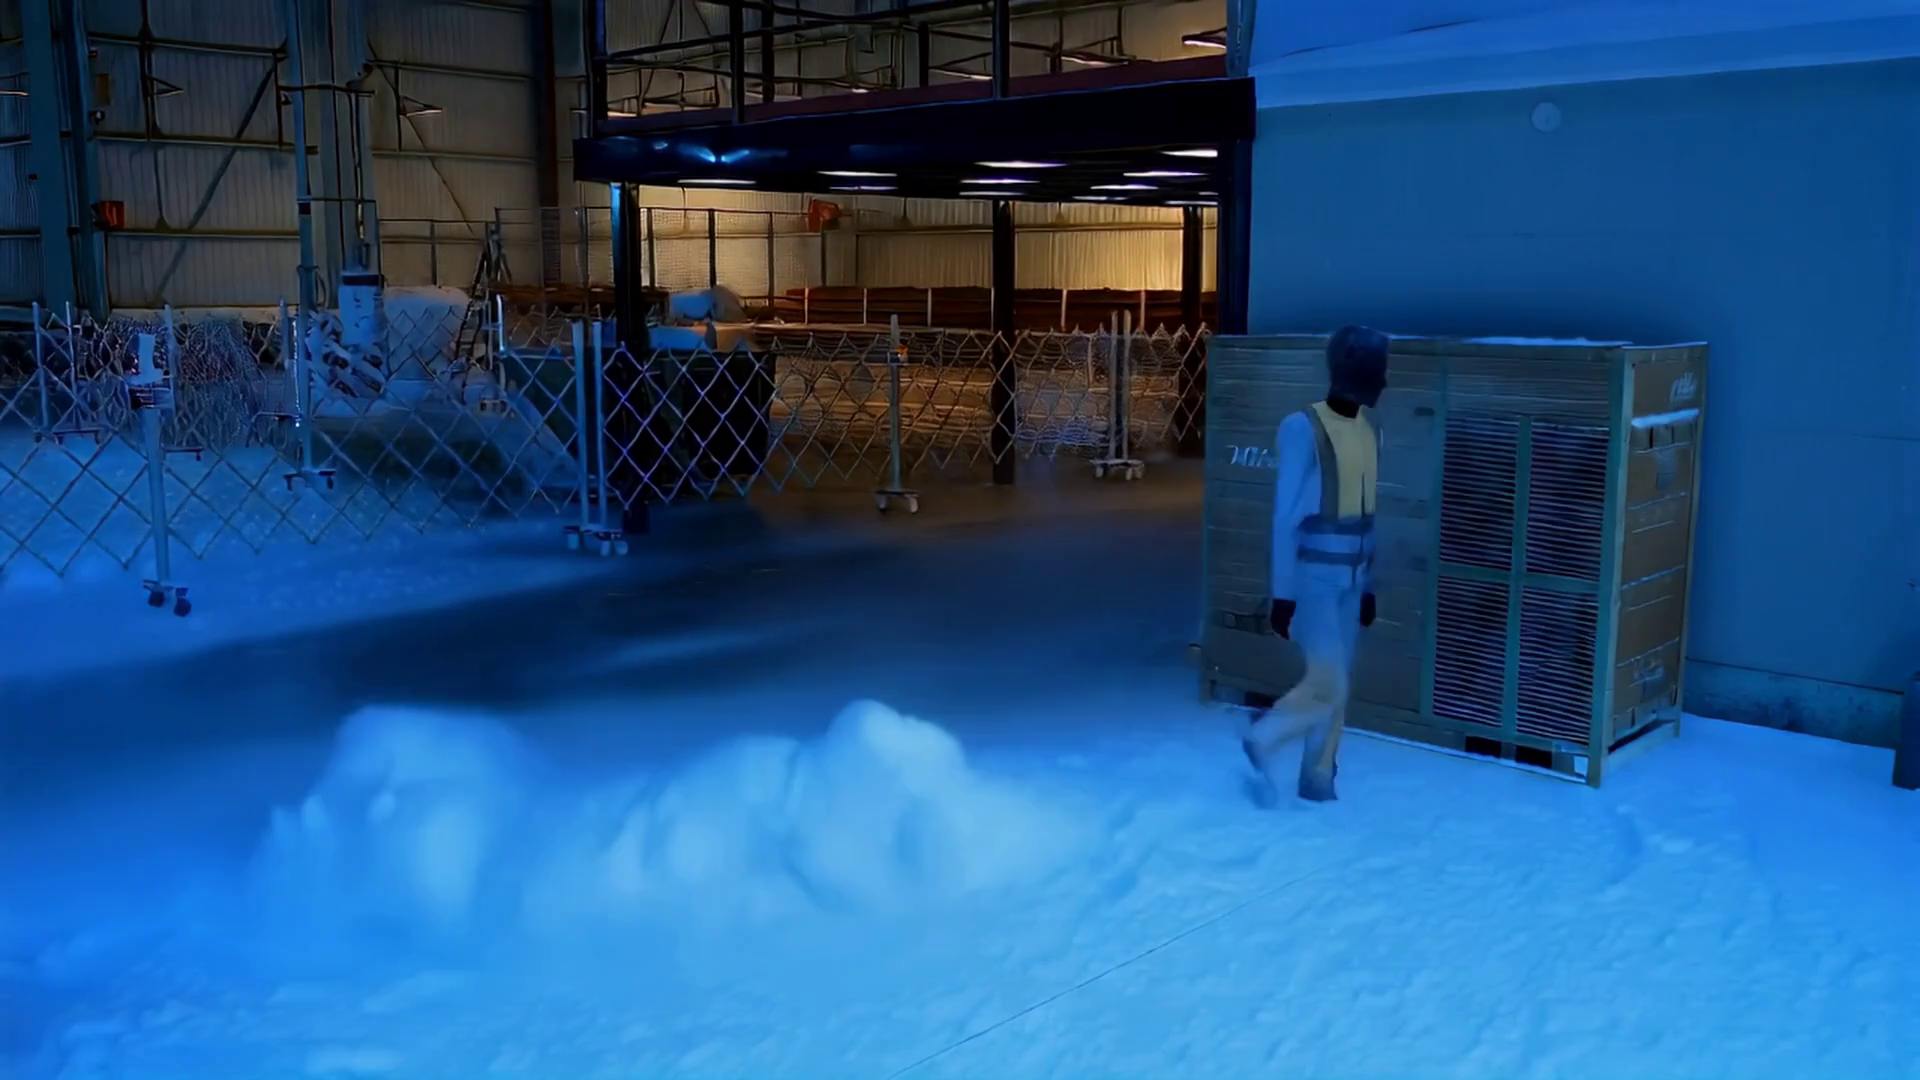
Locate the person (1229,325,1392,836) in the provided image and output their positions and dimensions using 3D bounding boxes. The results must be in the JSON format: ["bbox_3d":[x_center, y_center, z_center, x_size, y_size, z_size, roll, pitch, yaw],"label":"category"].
[{"bbox_3d":[1.332,0.151,6.109,0.606,1.868,0.459,-9,13,-43],"label":"person"}]
